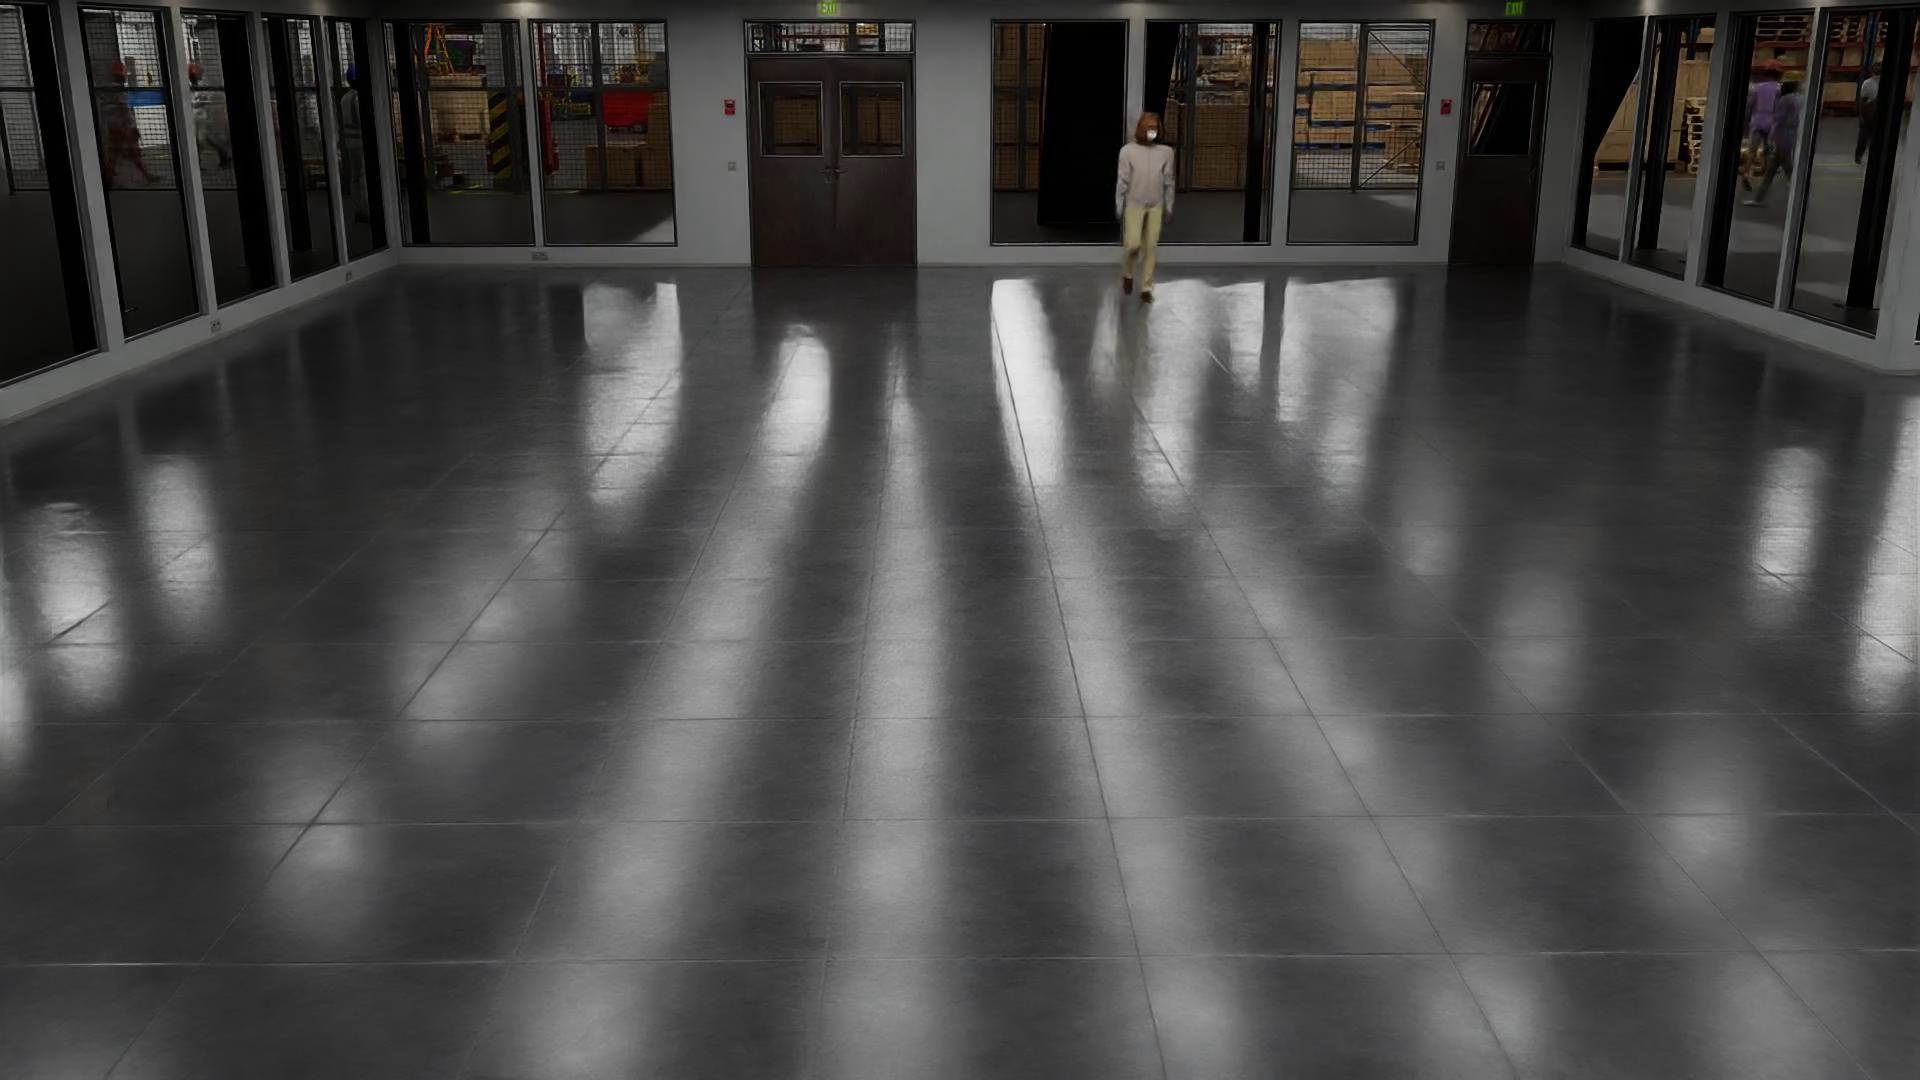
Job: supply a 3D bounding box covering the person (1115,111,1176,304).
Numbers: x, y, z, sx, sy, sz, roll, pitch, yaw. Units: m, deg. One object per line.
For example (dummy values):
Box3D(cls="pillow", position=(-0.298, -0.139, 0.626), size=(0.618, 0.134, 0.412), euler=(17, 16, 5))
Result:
Box3D(cls="person", position=(1.590, -2.854, 14.296), size=(0.519, 1.619, 0.383), euler=(-4, 17, -13))
